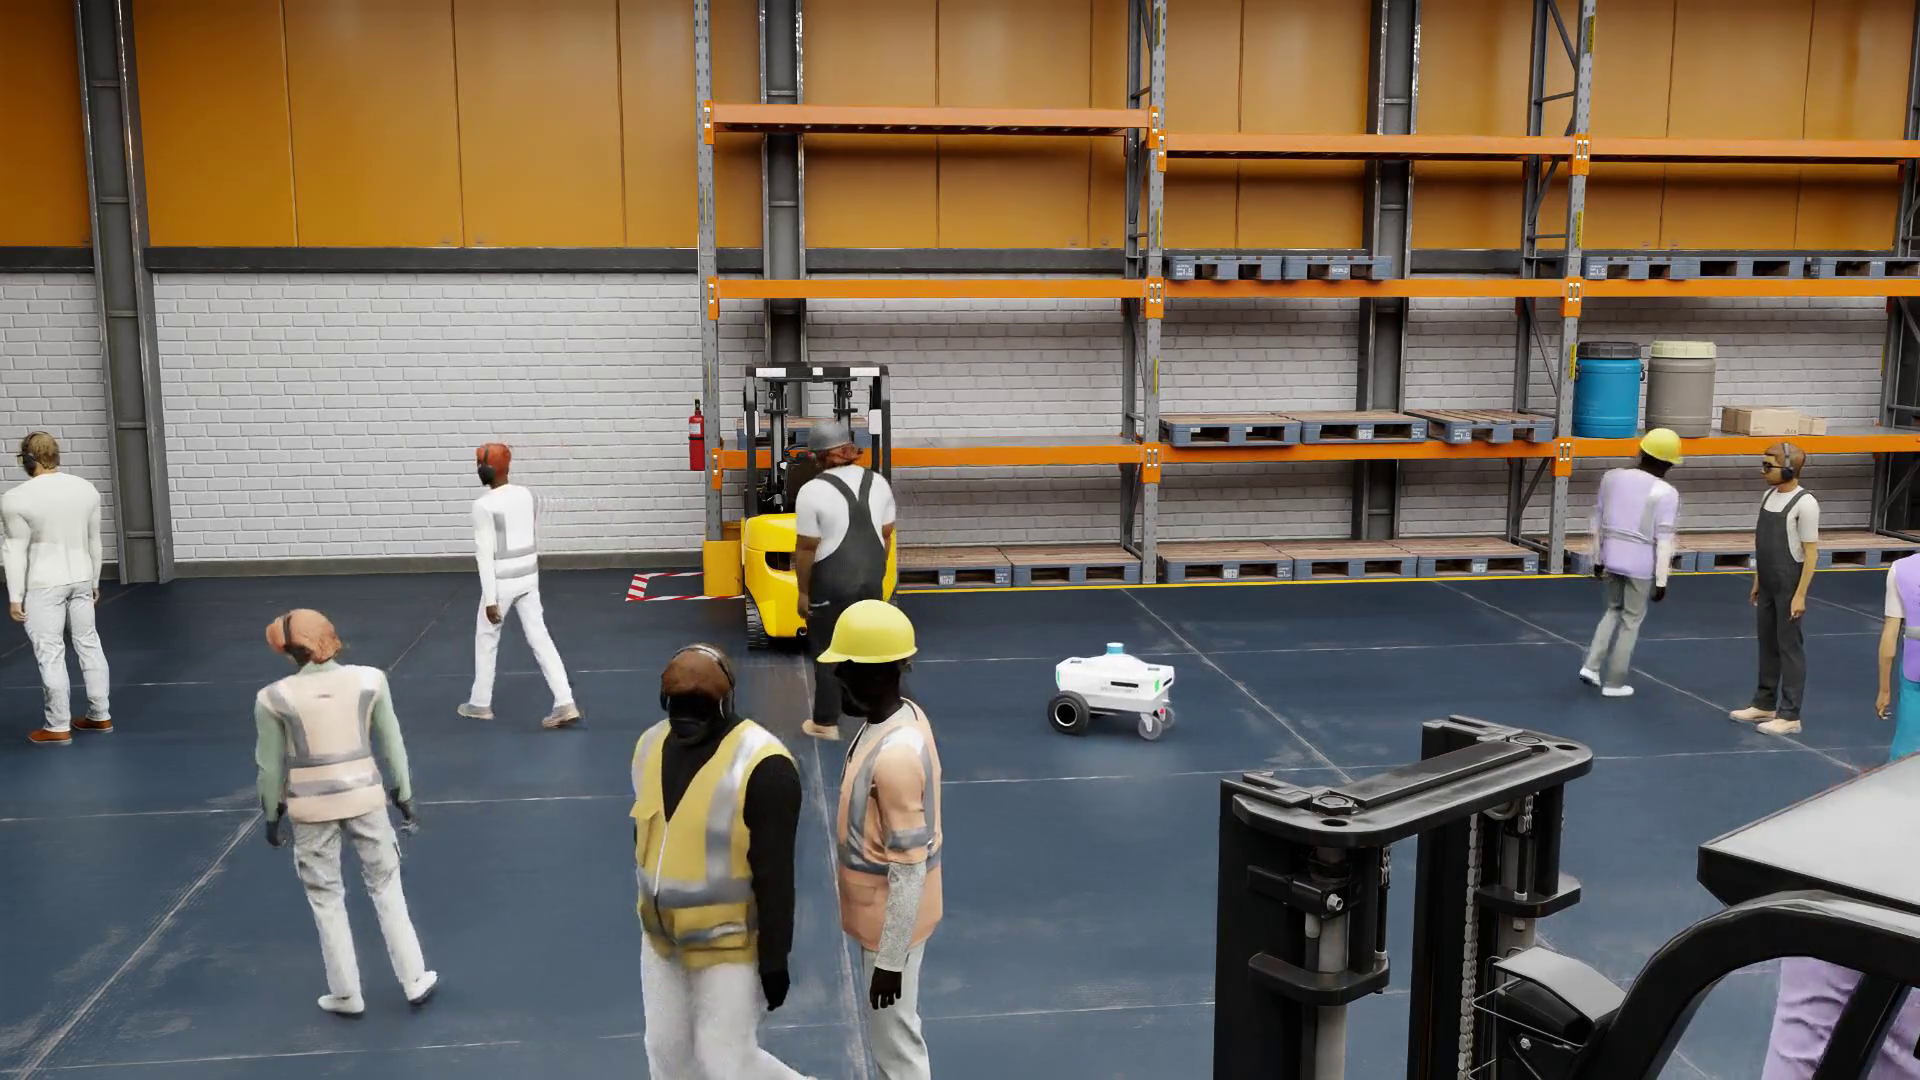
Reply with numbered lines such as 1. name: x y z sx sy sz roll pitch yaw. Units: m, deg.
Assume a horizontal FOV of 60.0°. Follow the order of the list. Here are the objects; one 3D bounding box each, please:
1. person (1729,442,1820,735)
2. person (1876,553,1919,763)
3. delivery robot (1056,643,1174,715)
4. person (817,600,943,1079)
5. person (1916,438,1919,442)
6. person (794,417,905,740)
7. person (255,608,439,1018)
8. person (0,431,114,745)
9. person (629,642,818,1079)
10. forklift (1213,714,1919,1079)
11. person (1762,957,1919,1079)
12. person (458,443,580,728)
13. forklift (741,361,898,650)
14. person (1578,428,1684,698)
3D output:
1. person: 5.156 0.302 10.457 0.342 1.842 0.506 -1 9 -5
2. person: 4.683 0.707 7.925 0.568 1.840 0.374 3 10 18
3. delivery robot: 0.977 0.891 10.473 0.707 0.478 0.477 4 10 24
4. person: -0.238 1.129 5.026 0.369 1.925 0.594 -1 9 -6
5. person: 6.293 0.189 10.603 0.491 2.019 0.650 8 12 42
6. person: -0.723 0.235 10.253 0.706 2.000 0.623 -7 12 -38
7. person: -2.414 1.056 6.467 0.573 1.605 0.405 -6 11 -31
8. person: -5.572 0.292 10.262 0.380 1.930 0.626 4 10 25
9. person: -0.725 1.180 5.055 0.660 1.817 0.571 7 11 36
10. forklift: 1.441 1.425 2.350 1.214 2.155 2.313 -7 12 -39
11. person: 2.097 1.355 3.779 0.665 1.883 0.474 -5 10 -29
12. person: -2.836 0.293 10.579 0.992 1.844 0.583 6 11 33
13. forklift: -1.154 -0.340 13.365 1.214 2.155 2.313 -1 9 -7
14. person: 4.530 0.171 11.181 0.391 1.870 0.657 -7 11 -37
